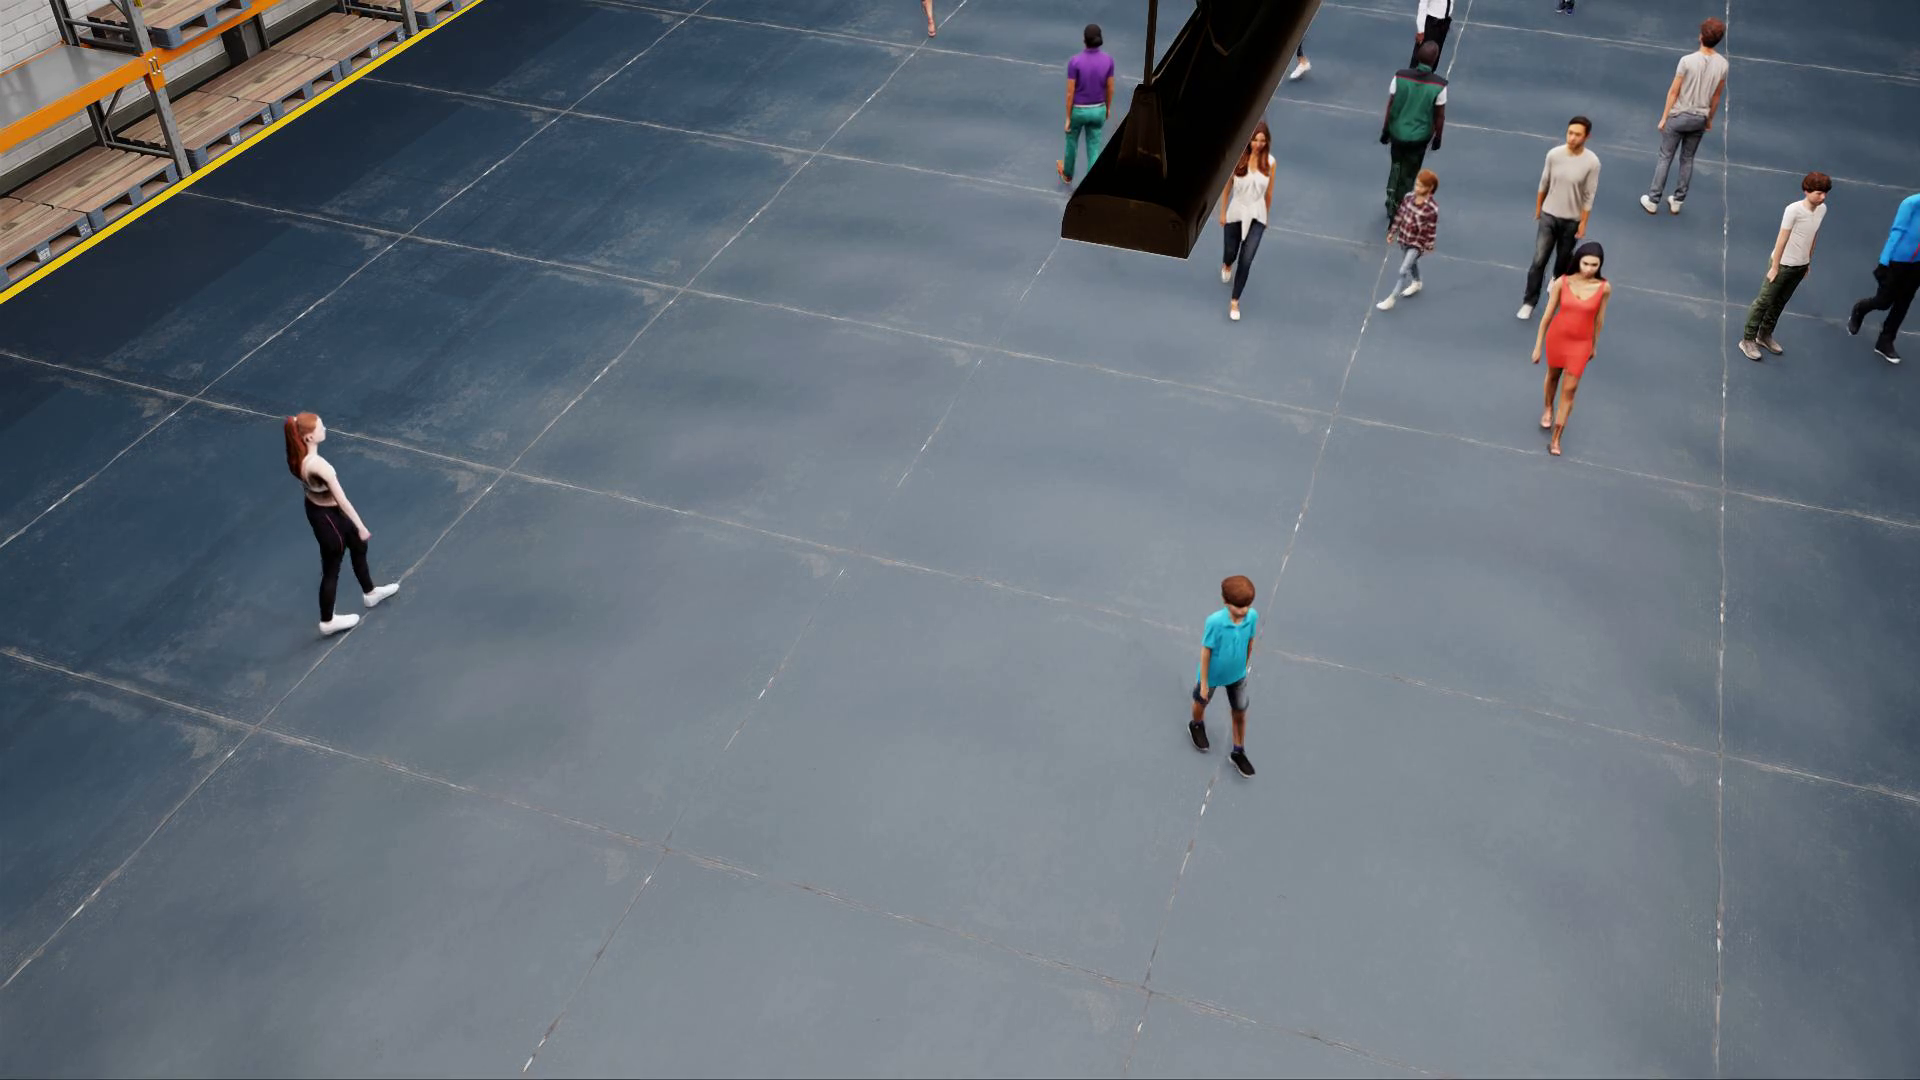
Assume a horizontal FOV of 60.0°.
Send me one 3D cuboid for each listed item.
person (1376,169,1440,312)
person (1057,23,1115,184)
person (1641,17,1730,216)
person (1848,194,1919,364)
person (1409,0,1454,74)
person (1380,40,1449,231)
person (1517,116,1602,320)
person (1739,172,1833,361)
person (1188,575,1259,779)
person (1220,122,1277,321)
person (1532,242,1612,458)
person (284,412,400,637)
[{"bbox_3d":[4.035,-2.671,14.662,0.969,1.272,0.848,-23,44,-26],"label":"person"},{"bbox_3d":[1.246,-4.059,16.026,0.984,1.738,1.152,-7,39,-8],"label":"person"},{"bbox_3d":[6.935,-4.018,15.851,0.705,1.893,0.672,0,39,0],"label":"person"},{"bbox_3d":[7.837,-2.366,13.869,0.800,1.785,0.930,-2,39,-2],"label":"person"},{"bbox_3d":[5.044,-5.482,17.731,0.670,1.834,0.784,-25,45,-28],"label":"person"},{"bbox_3d":[4.190,-3.741,15.558,0.755,1.825,0.773,19,43,23],"label":"person"},{"bbox_3d":[5.282,-2.852,14.478,0.801,1.784,1.192,20,43,23],"label":"person"},{"bbox_3d":[6.923,-2.314,13.908,0.654,1.654,0.702,-13,40,-16],"label":"person"},{"bbox_3d":[1.586,0.742,10.265,0.788,1.426,0.897,-8,39,-10],"label":"person"},{"bbox_3d":[2.473,-2.827,14.465,0.758,1.762,1.015,2,39,3],"label":"person"},{"bbox_3d":[4.737,-1.568,12.950,0.620,1.684,1.004,12,40,15],"label":"person"},{"bbox_3d":[-4.283,-0.066,11.041,0.967,1.720,0.832,-29,47,-31],"label":"person"}]
